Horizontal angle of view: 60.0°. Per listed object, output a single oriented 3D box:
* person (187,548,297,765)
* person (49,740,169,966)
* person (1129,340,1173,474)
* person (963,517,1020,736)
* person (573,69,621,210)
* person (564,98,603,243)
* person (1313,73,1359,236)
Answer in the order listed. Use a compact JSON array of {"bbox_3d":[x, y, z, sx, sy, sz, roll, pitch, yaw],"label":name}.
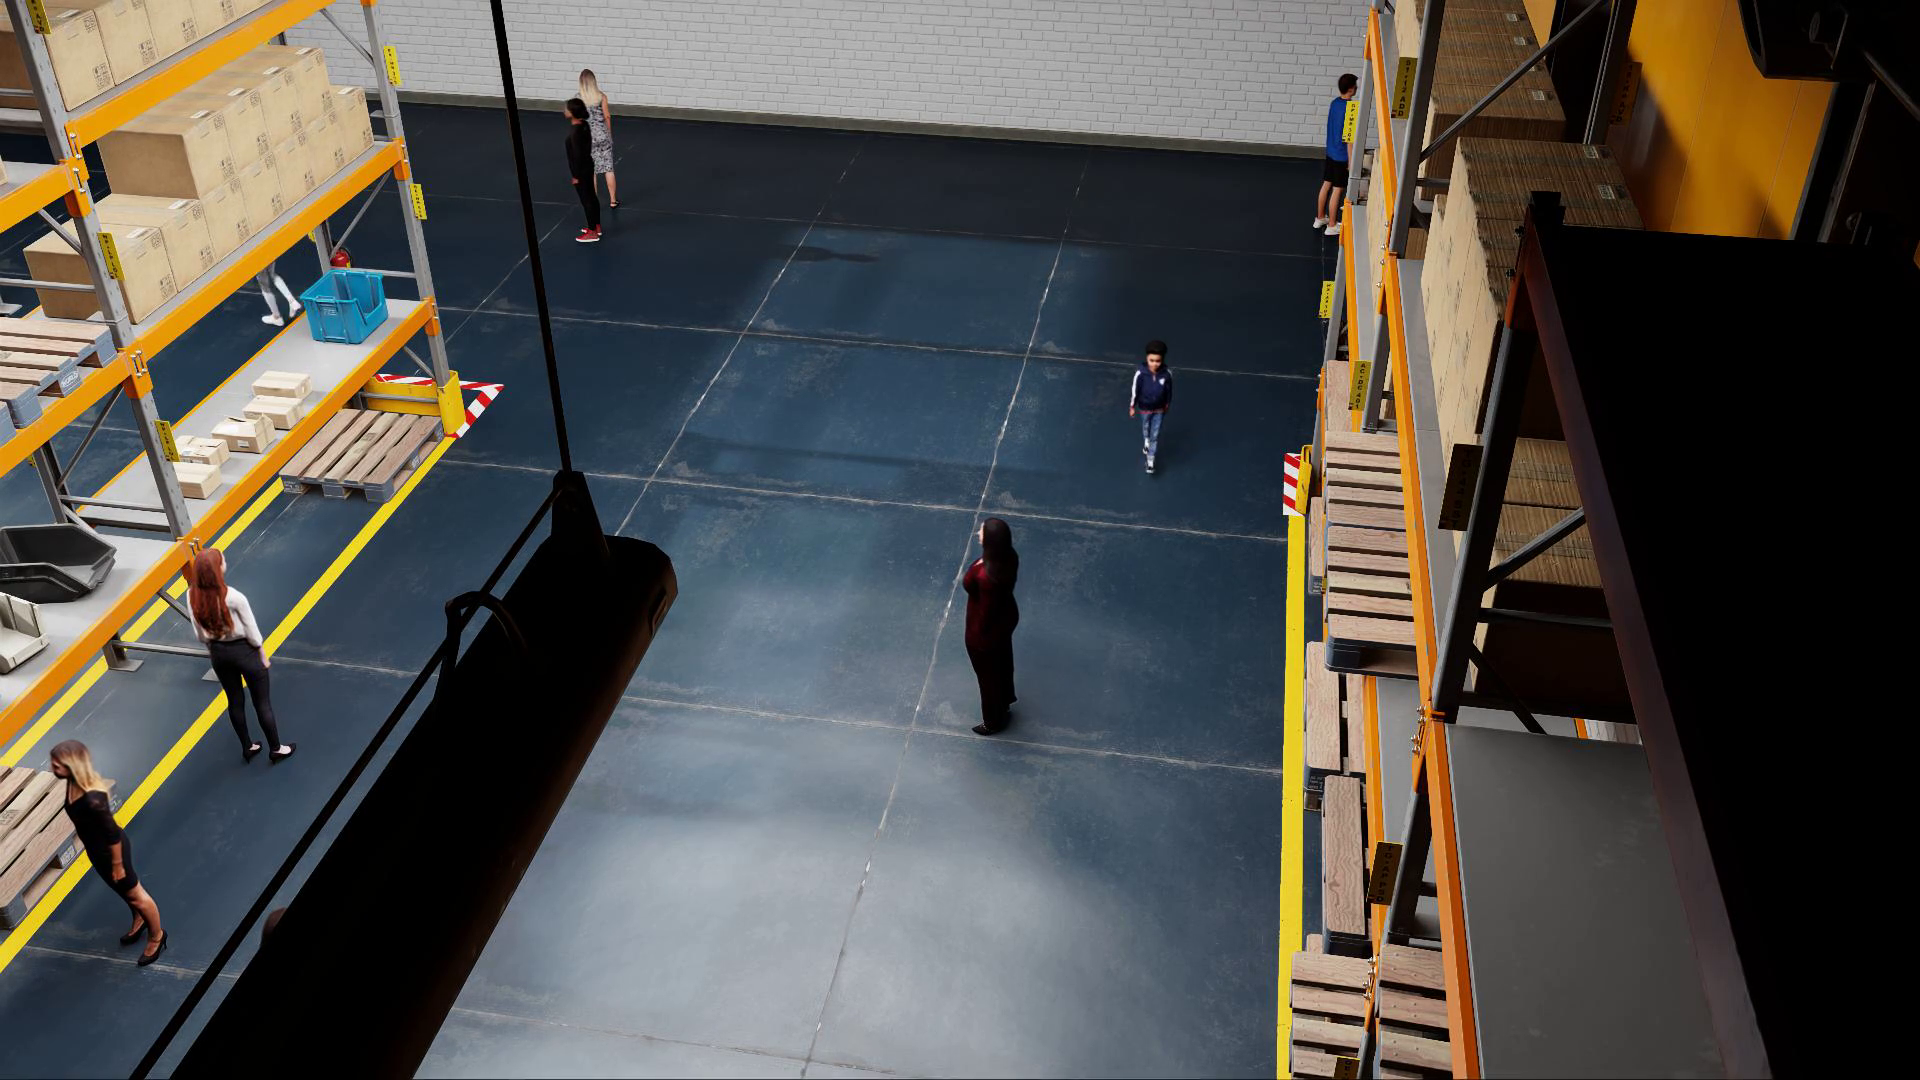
[{"bbox_3d":[-4.945,0.807,11.376,0.599,1.759,0.486,5,34,7],"label":"person"},{"bbox_3d":[-5.060,1.847,9.887,0.647,1.675,0.620,-29,43,-36],"label":"person"},{"bbox_3d":[1.729,-1.255,14.990,0.538,1.192,0.830,4,34,6],"label":"person"},{"bbox_3d":[0.239,0.588,11.706,0.734,1.758,0.553,9,35,13],"label":"person"},{"bbox_3d":[-4.342,-4.757,19.794,0.633,1.706,0.627,-8,35,-12],"label":"person"},{"bbox_3d":[-4.314,-4.252,19.063,0.657,1.675,0.478,4,34,6],"label":"person"},{"bbox_3d":[4.375,-4.476,19.228,0.806,1.866,0.697,-11,35,-17],"label":"person"}]
